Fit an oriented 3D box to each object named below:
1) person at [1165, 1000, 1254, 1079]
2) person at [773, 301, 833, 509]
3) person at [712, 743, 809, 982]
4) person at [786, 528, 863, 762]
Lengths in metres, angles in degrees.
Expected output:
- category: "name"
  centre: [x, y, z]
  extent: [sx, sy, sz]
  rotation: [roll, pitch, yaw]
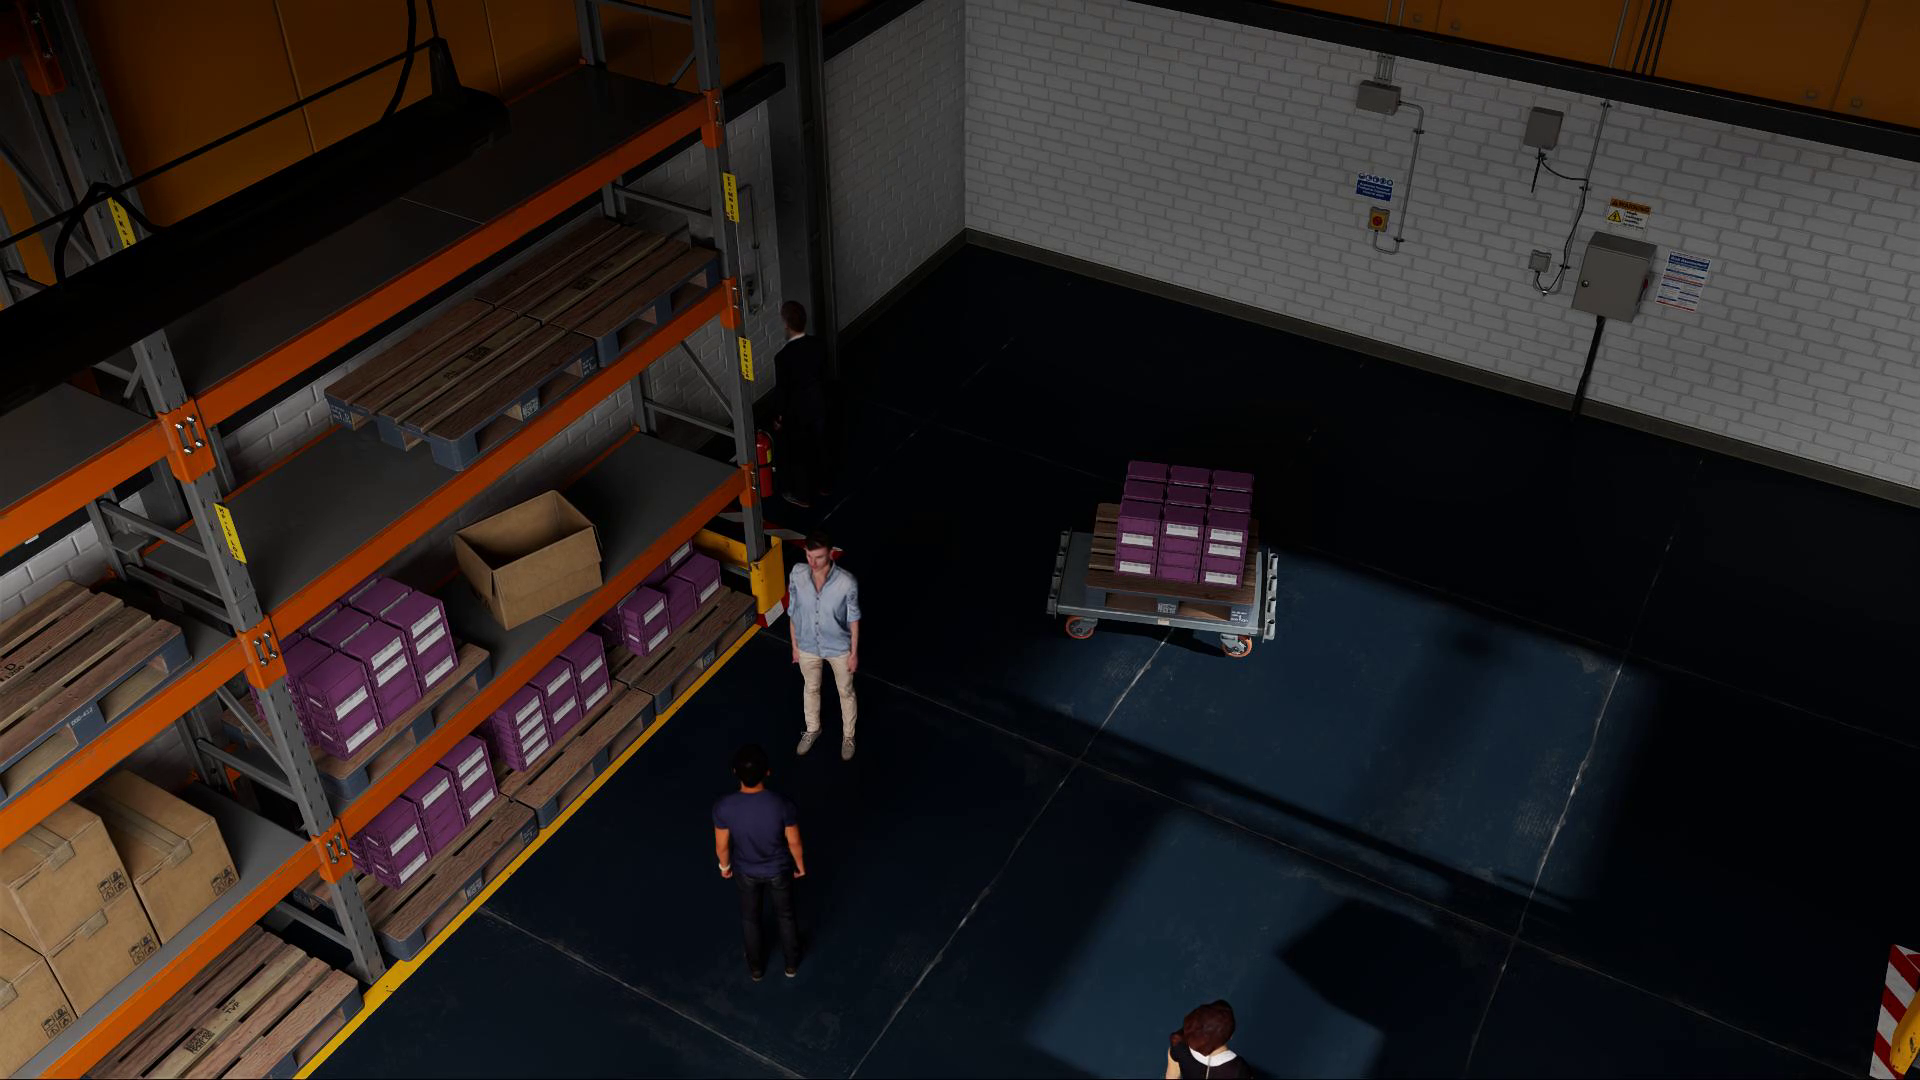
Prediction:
- category: "person"
  centre: [1.198, 2.873, 8.223]
  extent: [0.610, 1.796, 0.516]
  rotation: [15, 41, 18]
- category: "person"
  centre: [-1.244, -1.073, 13.151]
  extent: [0.659, 1.814, 0.819]
  rotation: [-28, 46, -30]
- category: "person"
  centre: [-1.136, 1.859, 9.498]
  extent: [0.721, 1.790, 0.729]
  rotation: [-3, 39, -4]
- category: "person"
  centre: [-0.882, 0.670, 10.940]
  extent: [0.714, 1.848, 0.671]
  rotation: [7, 39, 9]
